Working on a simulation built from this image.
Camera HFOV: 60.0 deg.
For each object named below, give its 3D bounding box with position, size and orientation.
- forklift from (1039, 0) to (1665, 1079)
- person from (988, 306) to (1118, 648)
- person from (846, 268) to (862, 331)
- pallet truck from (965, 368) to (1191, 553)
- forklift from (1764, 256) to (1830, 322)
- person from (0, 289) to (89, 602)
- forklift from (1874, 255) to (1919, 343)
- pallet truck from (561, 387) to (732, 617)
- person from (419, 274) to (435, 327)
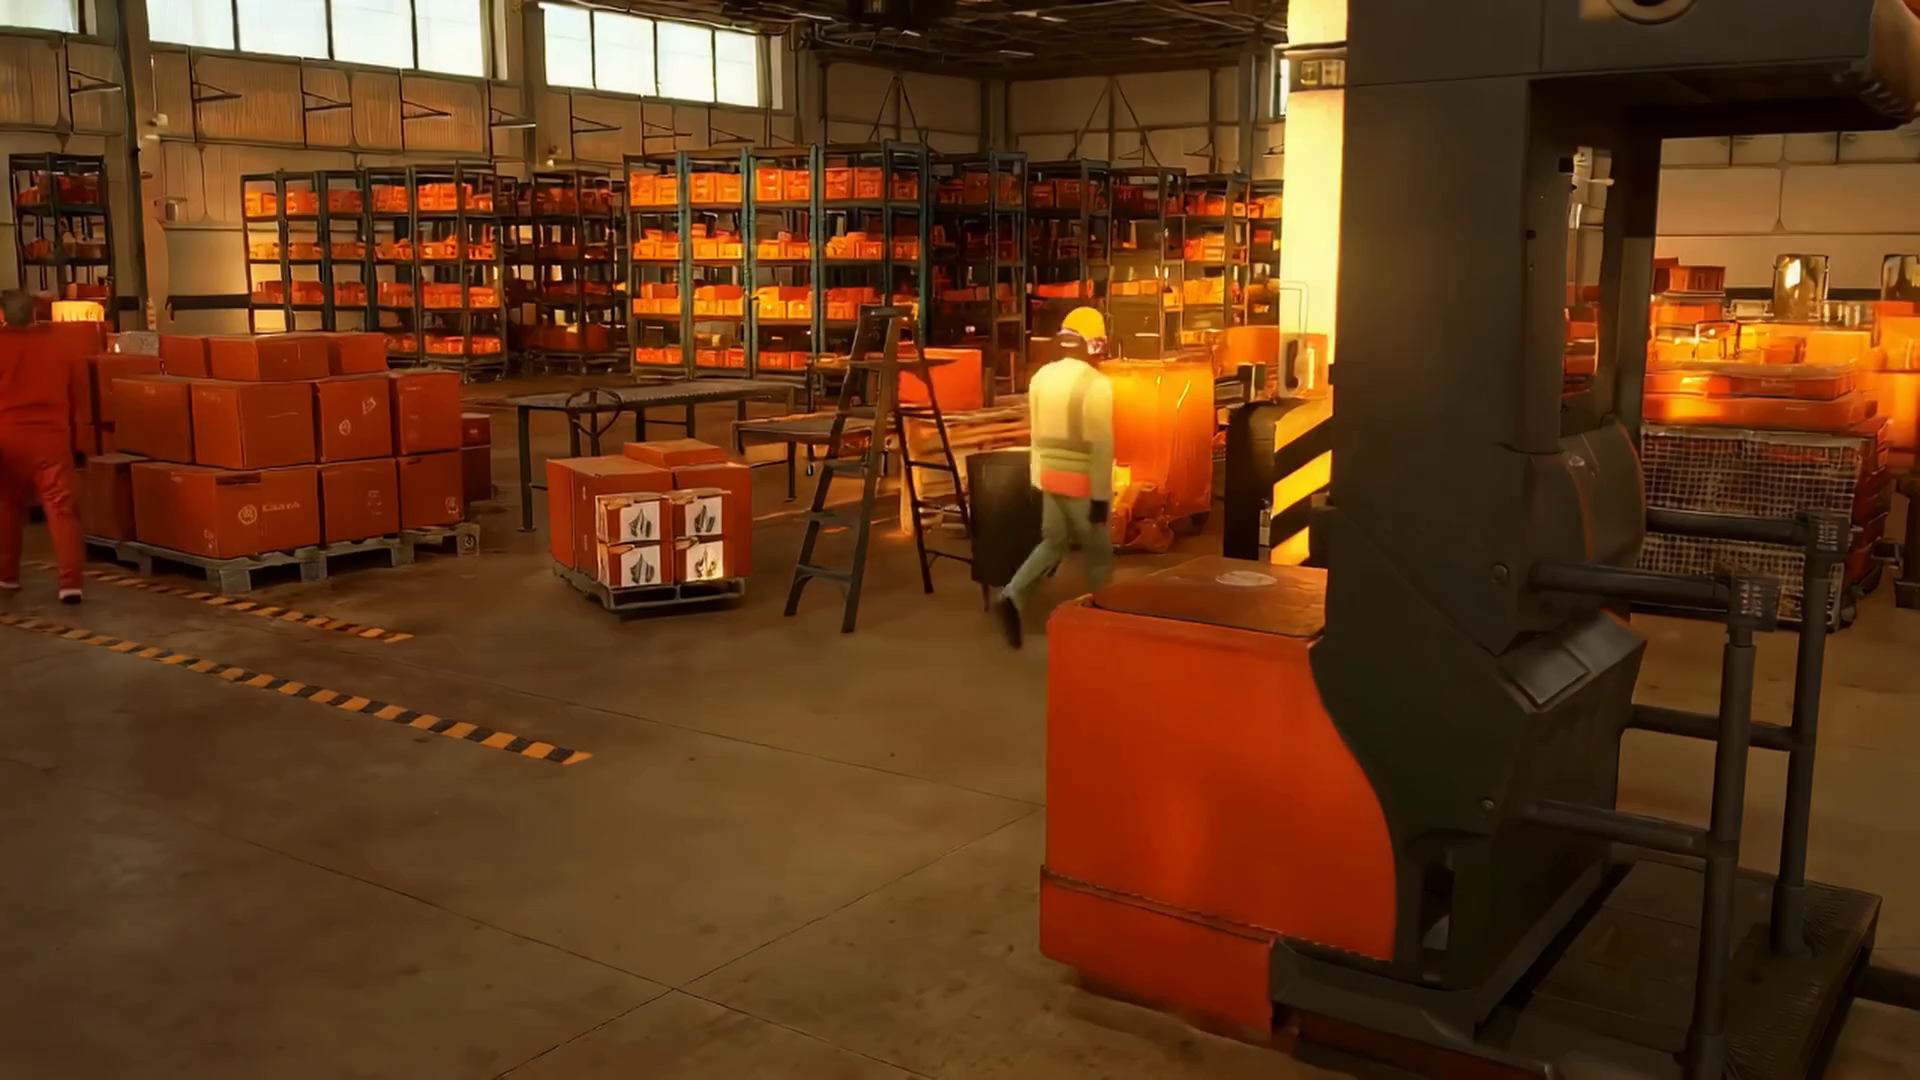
[{"bbox_3d":[1.249,-0.137,4.360,1.873,2.768,1.129,7,12,35],"label":"forklift"},{"bbox_3d":[0.534,-0.309,8.620,0.783,1.801,0.594,-7,12,-37],"label":"person"},{"bbox_3d":[-2.106,-4.610,33.484,0.395,2.042,0.611,-1,10,-6],"label":"person"},{"bbox_3d":[0.845,-0.609,11.869,1.630,1.274,0.653,7,12,35],"label":"pallet truck"},{"bbox_3d":[20.253,-5.854,40.139,1.157,1.987,2.680,7,12,35],"label":"forklift"},{"bbox_3d":[-5.571,-0.565,9.977,0.666,1.847,1.010,-9,13,-42],"label":"person"},{"bbox_3d":[22.089,-5.634,38.796,1.157,1.987,2.680,6,11,33],"label":"forklift"},{"bbox_3d":[-1.981,-0.274,10.088,0.680,1.201,1.601,-5,11,-28],"label":"pallet truck"},{"bbox_3d":[-11.553,-4.893,36.071,0.359,1.743,0.563,4,11,25],"label":"person"}]
